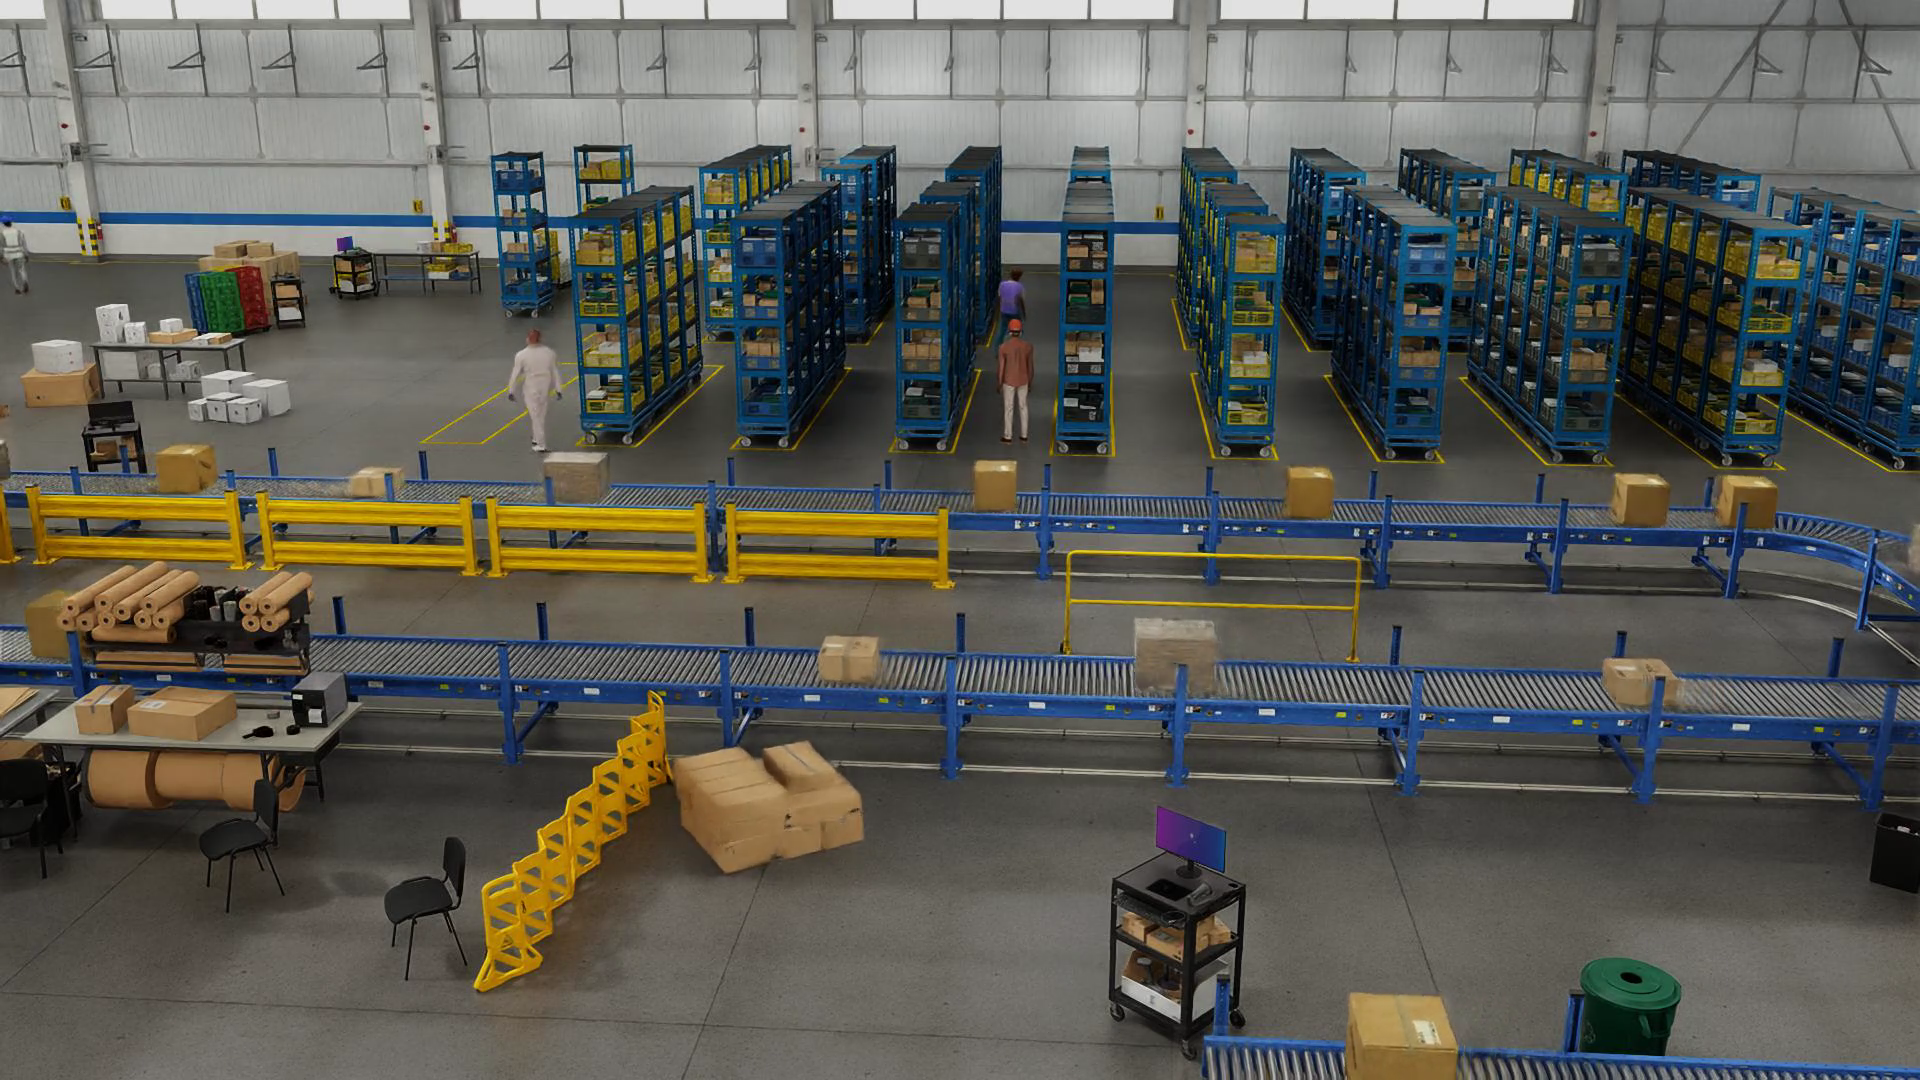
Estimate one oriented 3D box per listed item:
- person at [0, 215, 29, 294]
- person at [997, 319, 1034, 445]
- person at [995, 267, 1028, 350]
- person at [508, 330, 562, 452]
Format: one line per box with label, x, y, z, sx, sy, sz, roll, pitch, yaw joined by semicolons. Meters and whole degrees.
person;-23.025;-6.933;40.414;0.626;1.923;0.500;-15;23;-40
person;0.866;-2.492;26.204;0.614;1.994;0.381;-6;18;-18
person;1.002;-4.445;32.686;0.676;1.821;0.415;10;20;28
person;-6.669;-2.348;25.964;0.780;1.847;0.957;-11;21;-31
